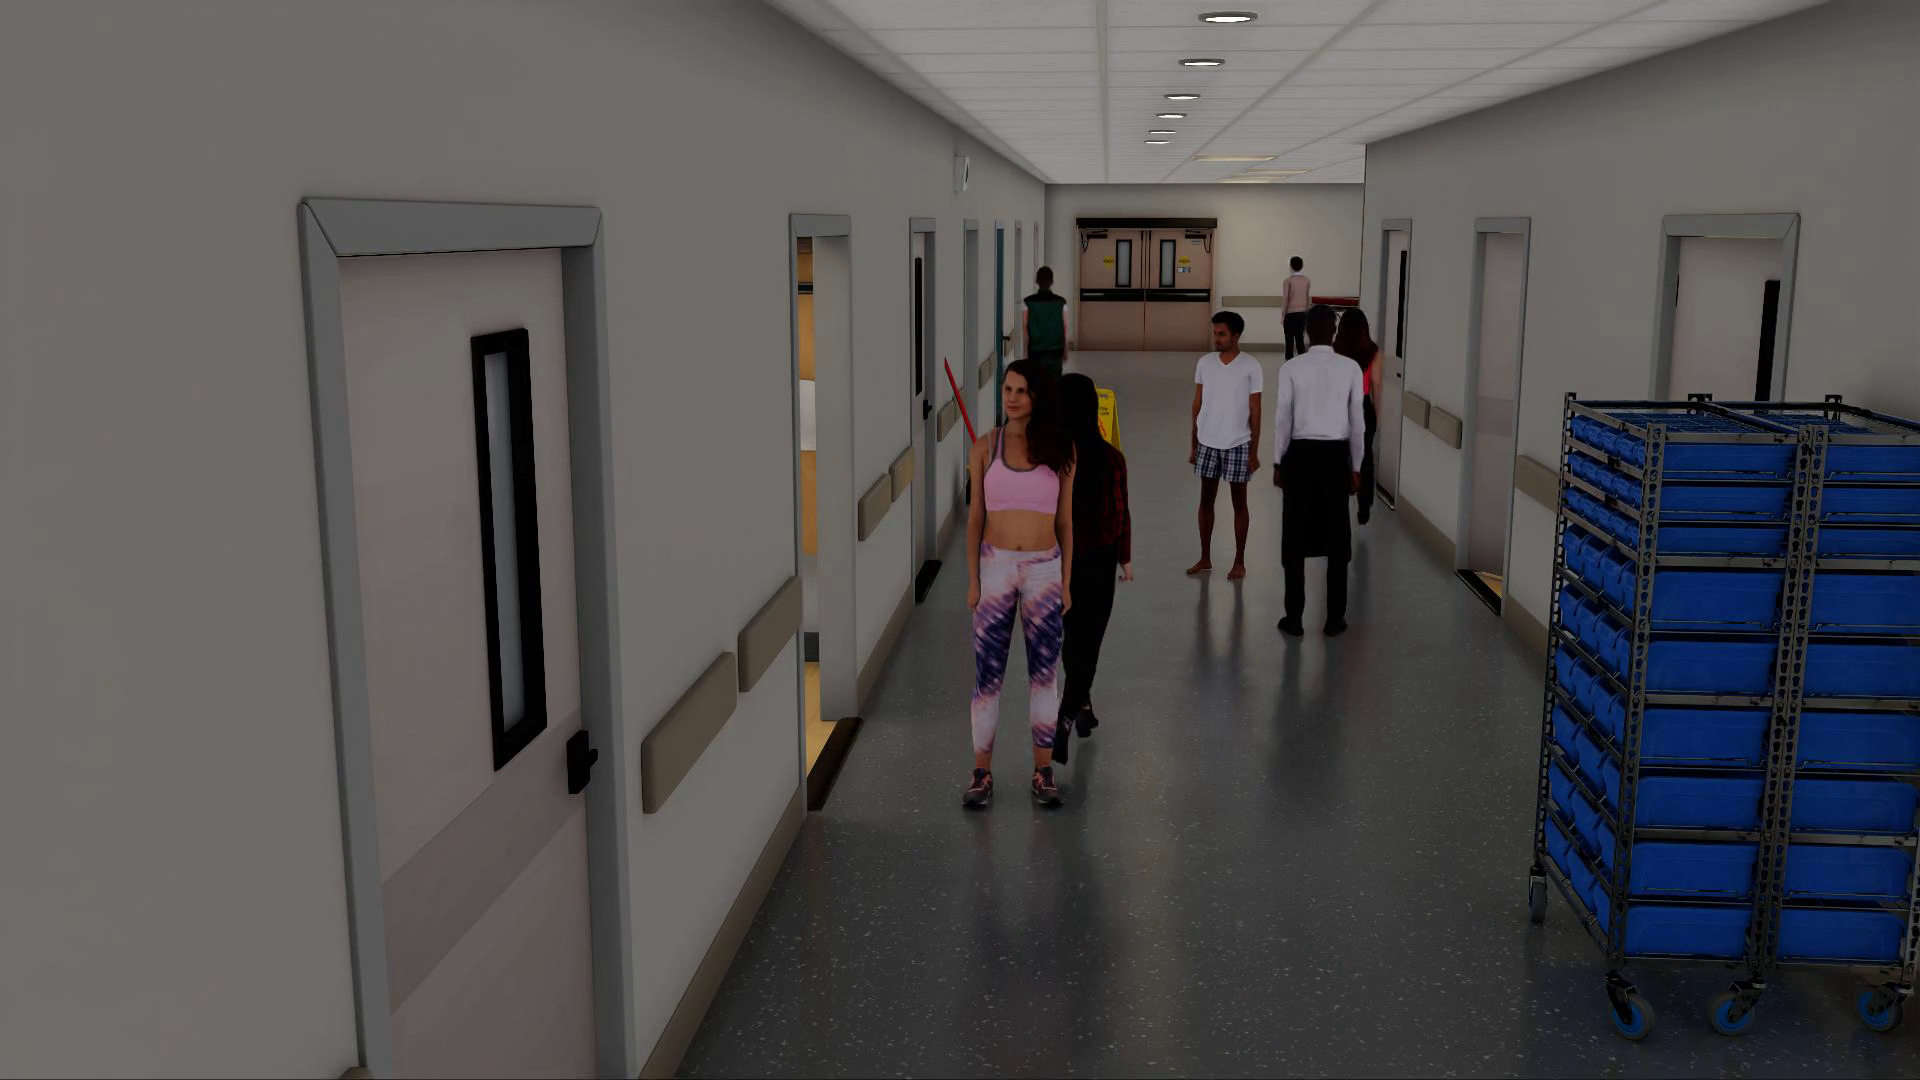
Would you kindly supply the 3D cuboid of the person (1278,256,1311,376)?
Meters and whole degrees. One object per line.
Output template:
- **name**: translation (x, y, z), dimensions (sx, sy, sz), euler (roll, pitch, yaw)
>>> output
- **person**: translation (5.059, -3.388, 25.152), dimensions (0.707, 1.809, 0.705), euler (-4, 12, -22)

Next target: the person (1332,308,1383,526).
- **person**: translation (2.954, -0.901, 12.498), dimensions (0.592, 1.641, 0.971), euler (1, 11, 6)

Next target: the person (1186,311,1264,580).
- **person**: translation (1.737, -0.631, 10.846), dimensions (0.712, 1.727, 0.711), euler (8, 13, 35)

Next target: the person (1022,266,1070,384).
- **person**: translation (0.890, -1.949, 17.539), dimensions (0.648, 1.816, 1.072), euler (1, 11, 4)

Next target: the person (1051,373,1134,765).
- **person**: translation (0.501, 0.148, 7.016), dimensions (0.784, 1.624, 1.099), euler (4, 12, 21)

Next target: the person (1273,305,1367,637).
- **person**: translation (1.987, -0.388, 9.278), dimensions (0.651, 1.834, 0.539), euler (2, 11, 8)

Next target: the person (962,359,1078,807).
- **person**: translation (0.234, 0.170, 6.516), dimensions (0.602, 1.767, 0.533), euler (0, 11, 0)
